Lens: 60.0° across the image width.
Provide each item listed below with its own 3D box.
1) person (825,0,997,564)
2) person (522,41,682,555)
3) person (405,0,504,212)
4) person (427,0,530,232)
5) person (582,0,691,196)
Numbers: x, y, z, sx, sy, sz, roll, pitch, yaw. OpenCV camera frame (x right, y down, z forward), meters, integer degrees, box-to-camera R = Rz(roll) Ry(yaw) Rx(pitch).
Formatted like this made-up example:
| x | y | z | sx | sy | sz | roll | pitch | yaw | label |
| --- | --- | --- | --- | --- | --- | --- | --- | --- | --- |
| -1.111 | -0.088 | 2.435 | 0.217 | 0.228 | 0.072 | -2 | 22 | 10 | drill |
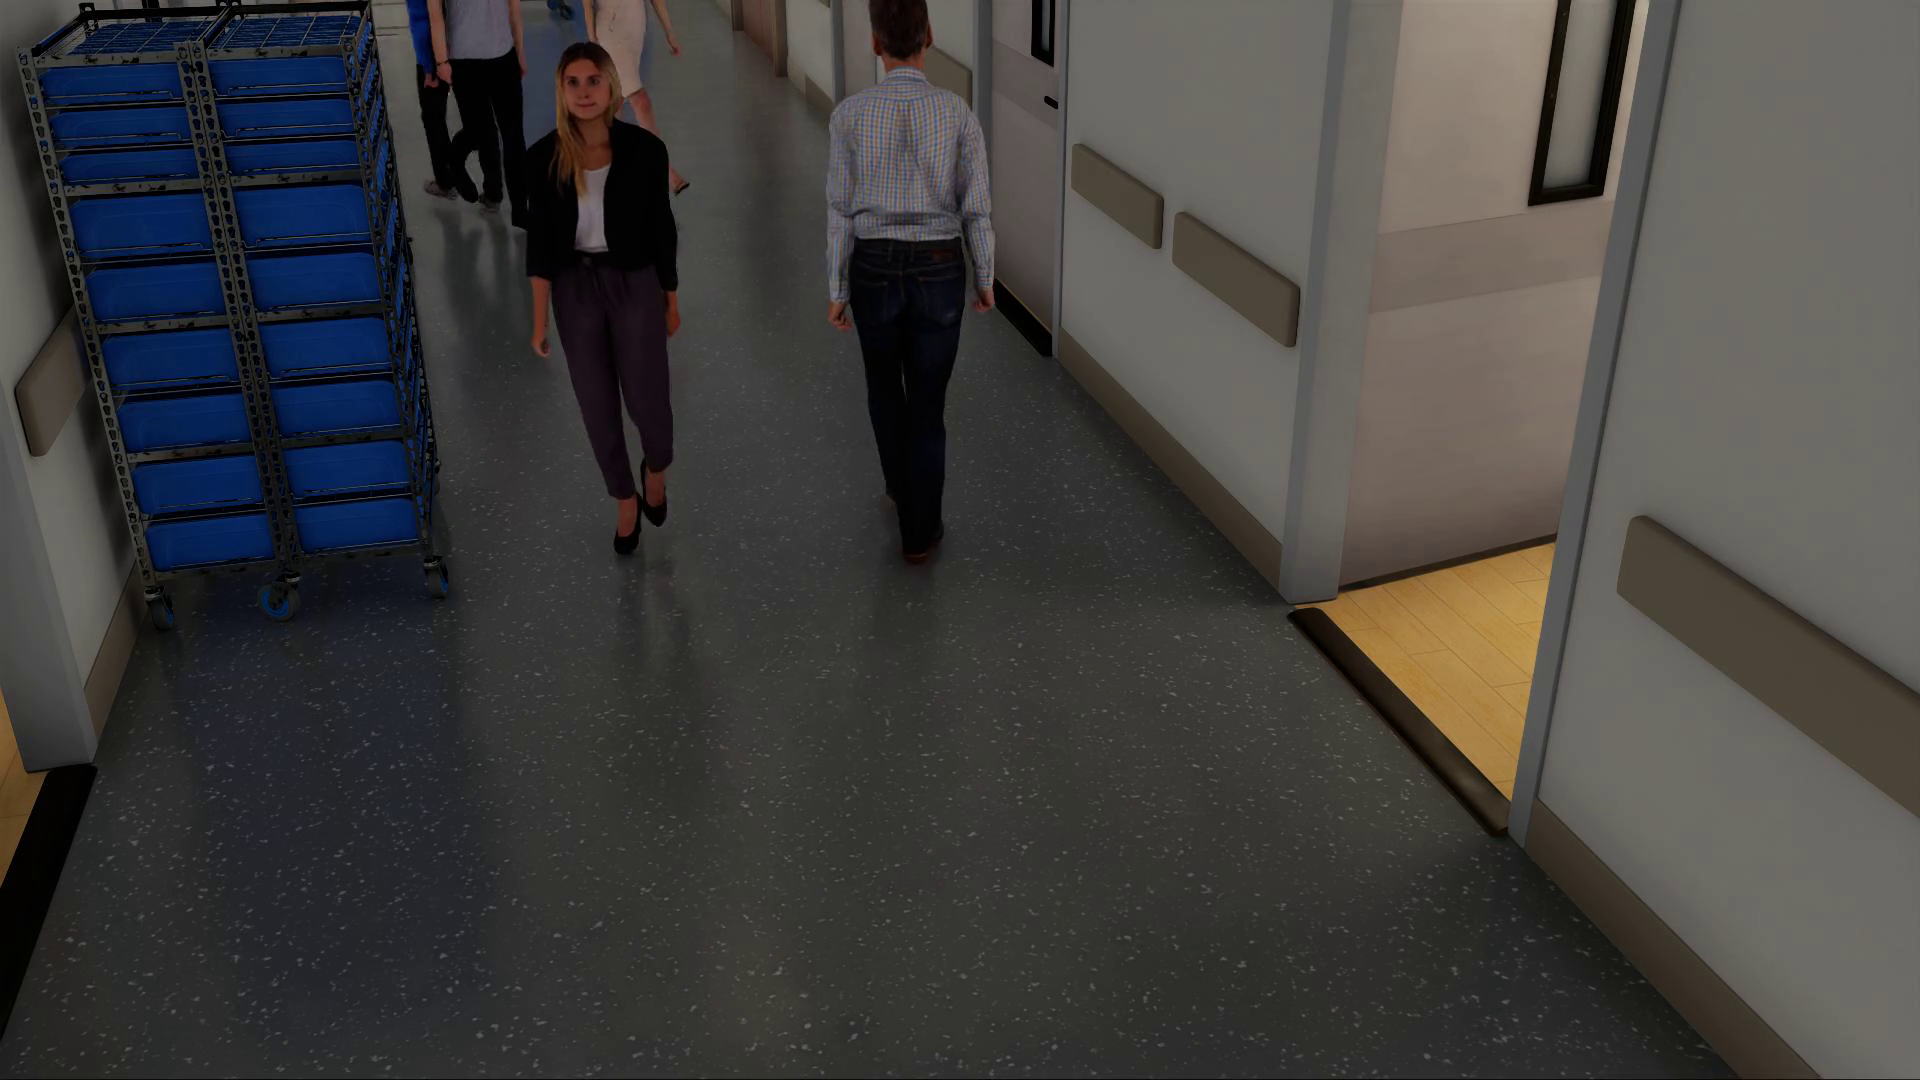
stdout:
| x | y | z | sx | sy | sz | roll | pitch | yaw | label |
| --- | --- | --- | --- | --- | --- | --- | --- | --- | --- |
| -0.176 | -0.784 | 5.230 | 0.840 | 1.794 | 0.963 | 2 | 26 | 4 | person |
| -1.110 | -0.751 | 5.318 | 0.669 | 1.659 | 0.682 | -1 | 26 | -2 | person |
| -2.788 | -2.675 | 9.225 | 0.902 | 1.732 | 1.019 | -20 | 32 | -35 | person |
| -2.608 | -2.589 | 8.925 | 0.932 | 1.838 | 1.154 | -20 | 32 | -35 | person |
| -2.005 | -2.824 | 9.599 | 1.254 | 1.675 | 1.035 | 21 | 33 | 36 | person |
